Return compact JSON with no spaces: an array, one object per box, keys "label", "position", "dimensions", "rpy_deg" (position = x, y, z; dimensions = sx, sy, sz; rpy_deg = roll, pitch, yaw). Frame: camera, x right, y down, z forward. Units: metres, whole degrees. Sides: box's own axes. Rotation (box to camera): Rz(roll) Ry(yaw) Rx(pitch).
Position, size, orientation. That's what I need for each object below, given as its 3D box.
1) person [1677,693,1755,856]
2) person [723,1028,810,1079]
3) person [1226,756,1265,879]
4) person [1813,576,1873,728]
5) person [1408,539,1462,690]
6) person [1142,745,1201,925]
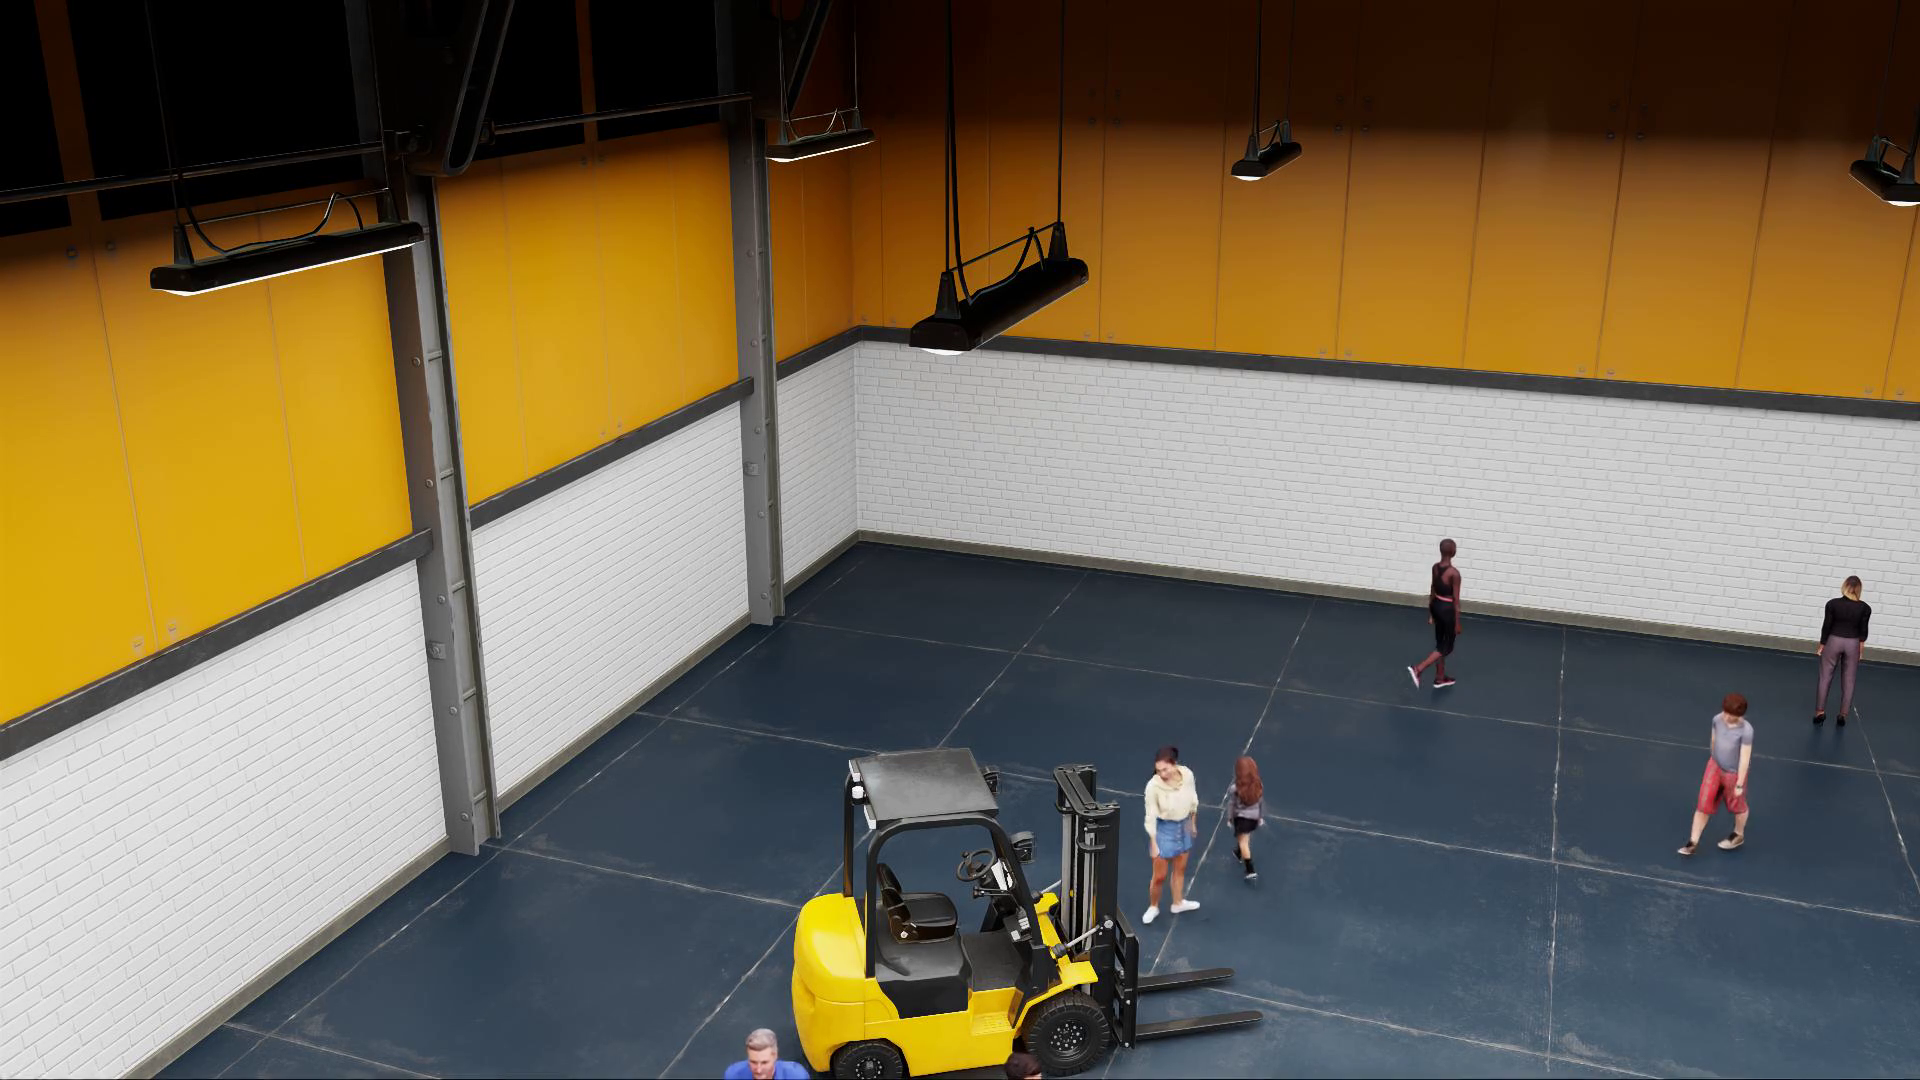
[{"label":"person","position":[6.879,2.060,14.801],"dimensions":[1.143,1.593,1.000],"rpy_deg":[-11,21,-29]},{"label":"person","position":[-1.130,3.604,9.931],"dimensions":[0.852,1.776,1.209],"rpy_deg":[2,19,6]},{"label":"person","position":[2.507,2.430,14.500],"dimensions":[0.747,1.083,0.859],"rpy_deg":[-5,19,-15]},{"label":"person","position":[9.192,1.161,17.348],"dimensions":[0.592,1.671,0.516],"rpy_deg":[6,20,18]},{"label":"person","position":[5.215,0.846,18.173],"dimensions":[1.017,1.741,0.973],"rpy_deg":[-8,20,-22]},{"label":"person","position":[1.772,2.407,13.747],"dimensions":[0.759,1.609,0.857],"rpy_deg":[-16,24,-39]}]
